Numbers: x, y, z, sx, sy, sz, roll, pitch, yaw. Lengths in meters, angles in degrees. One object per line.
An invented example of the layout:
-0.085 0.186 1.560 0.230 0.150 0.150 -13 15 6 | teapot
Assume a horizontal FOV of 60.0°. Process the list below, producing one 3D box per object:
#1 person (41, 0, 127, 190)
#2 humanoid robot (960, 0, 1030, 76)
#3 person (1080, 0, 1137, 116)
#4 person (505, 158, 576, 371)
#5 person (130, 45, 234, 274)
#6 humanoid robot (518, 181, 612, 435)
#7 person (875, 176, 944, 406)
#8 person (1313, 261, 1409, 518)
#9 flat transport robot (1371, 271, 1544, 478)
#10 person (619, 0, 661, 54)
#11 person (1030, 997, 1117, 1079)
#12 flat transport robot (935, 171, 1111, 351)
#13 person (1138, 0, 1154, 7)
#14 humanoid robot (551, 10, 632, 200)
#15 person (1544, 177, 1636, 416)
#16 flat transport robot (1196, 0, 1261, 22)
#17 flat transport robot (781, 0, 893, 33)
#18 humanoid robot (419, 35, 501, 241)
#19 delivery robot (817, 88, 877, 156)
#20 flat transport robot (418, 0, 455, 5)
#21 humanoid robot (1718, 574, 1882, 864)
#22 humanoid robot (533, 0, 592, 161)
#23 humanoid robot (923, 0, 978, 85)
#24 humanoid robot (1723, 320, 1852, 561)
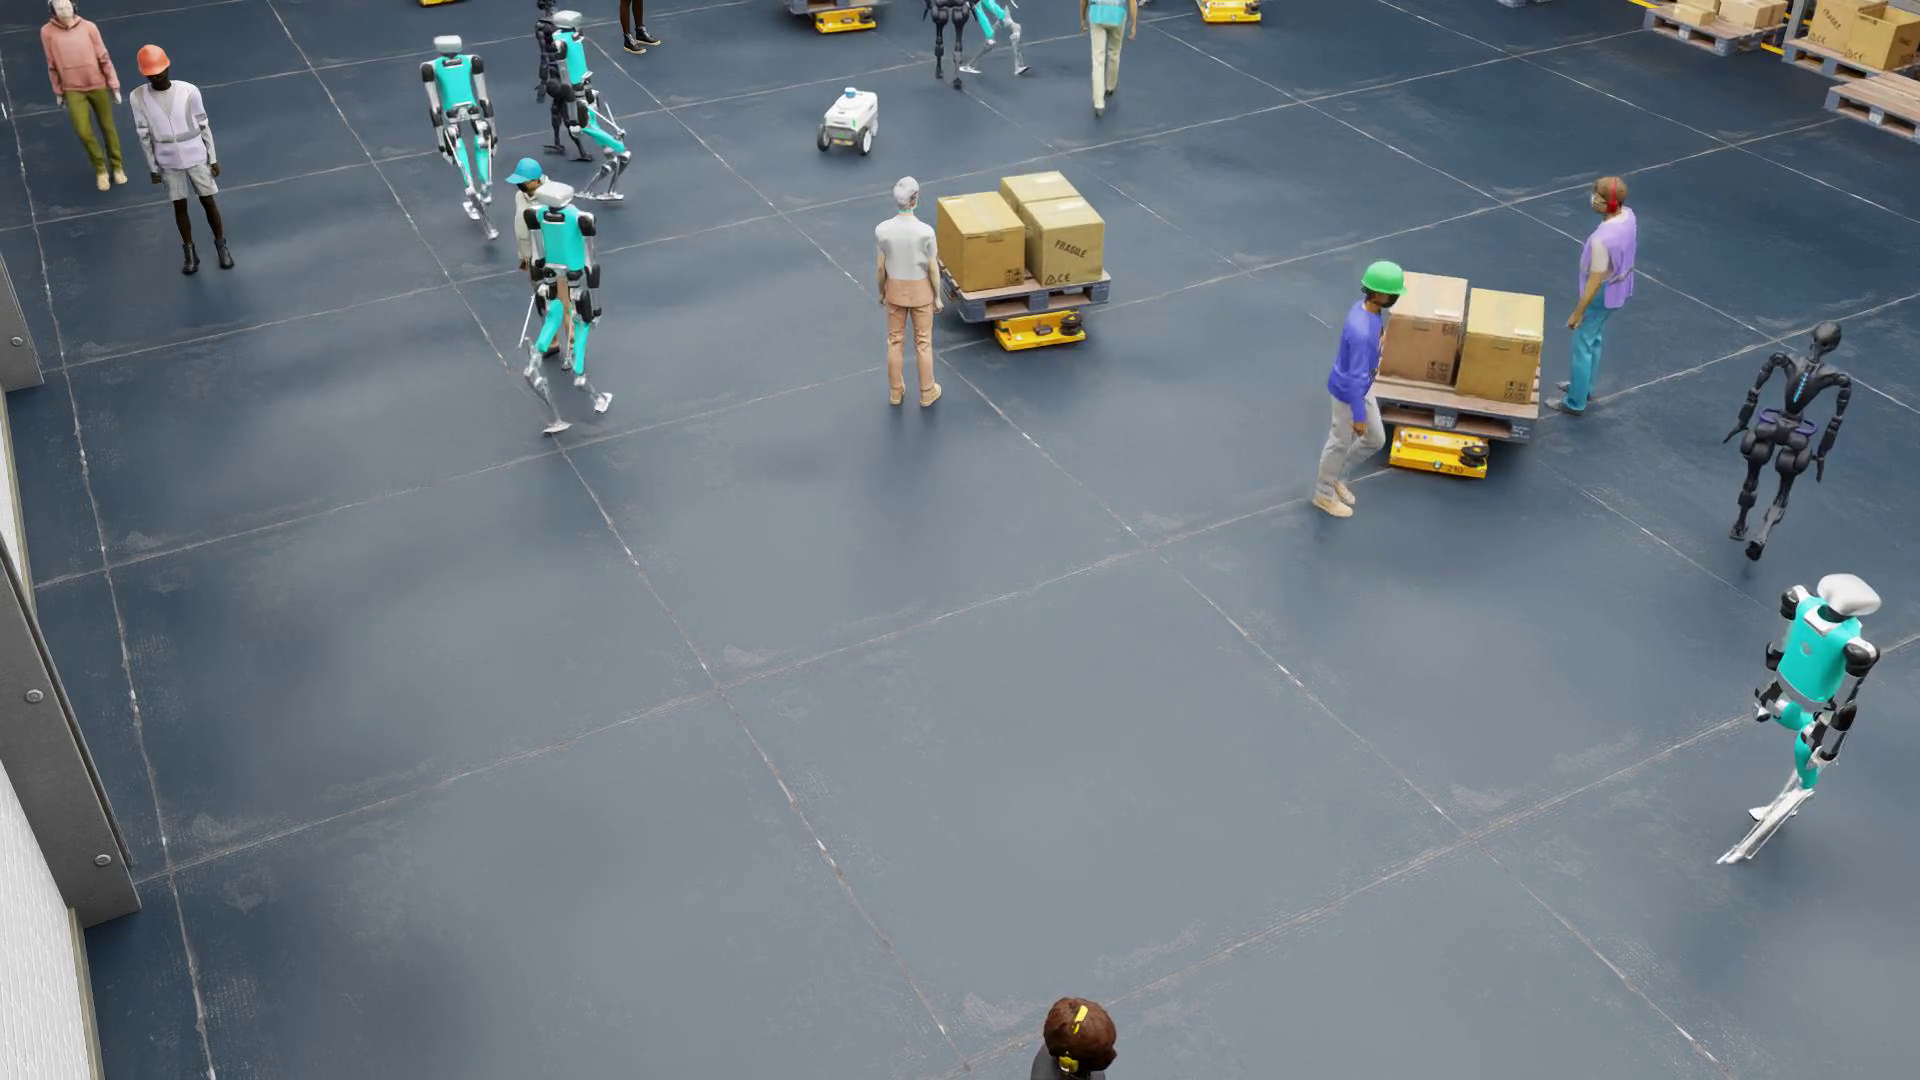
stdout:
-7.975 -4.094 15.212 0.561 1.815 0.604 -16 38 -21 | person
0.439 -5.801 17.770 0.907 1.799 0.560 18 39 24 | humanoid robot
1.506 -5.309 16.964 0.574 1.793 0.971 2 35 3 | person
-3.108 -2.061 12.432 0.474 1.673 0.380 18 39 24 | person
-6.431 -3.140 13.746 0.550 1.934 0.371 -13 37 -17 | person
-2.860 -1.545 11.668 0.538 1.766 0.849 10 36 14 | humanoid robot
-0.367 -1.768 11.960 0.483 1.737 0.320 7 36 10 | person
2.560 -0.945 10.685 0.426 1.851 0.498 19 39 25 | person
3.503 -0.928 12.041 0.659 0.231 1.431 10 36 14 | flat transport robot
-3.638 -6.416 18.399 0.368 1.965 0.602 14 37 19 | person
0.377 2.311 6.018 0.339 1.873 0.501 8 36 11 | person
0.466 -1.969 13.527 0.659 0.231 1.431 -10 36 -14 | flat transport robot
2.412 -7.367 19.812 0.590 1.917 0.639 14 37 19 | person
-3.229 -3.819 14.895 0.796 1.790 0.552 4 35 6 | humanoid robot
4.552 -1.721 11.828 0.400 1.825 0.647 23 41 29 | person
3.182 -6.570 20.095 0.659 0.231 1.431 -1 35 -2 | flat transport robot
-1.521 -6.350 19.782 0.659 0.231 1.431 -11 37 -16 | flat transport robot
-4.177 -3.372 14.271 0.533 1.709 1.051 -17 38 -23 | humanoid robot
-1.077 -4.135 16.384 0.499 0.611 0.814 9 36 13 | delivery robot
-6.516 -6.946 20.634 0.659 0.231 1.431 -17 39 -23 | flat transport robot
4.269 0.873 8.218 0.834 1.797 0.559 -13 37 -17 | humanoid robot
-3.870 -4.414 15.798 0.583 1.646 0.598 7 36 10 | humanoid robot
-0.103 -5.671 17.600 0.583 1.640 0.603 -1 35 -1 | humanoid robot
5.110 -0.620 10.391 0.614 1.636 0.613 20 40 27 | humanoid robot
